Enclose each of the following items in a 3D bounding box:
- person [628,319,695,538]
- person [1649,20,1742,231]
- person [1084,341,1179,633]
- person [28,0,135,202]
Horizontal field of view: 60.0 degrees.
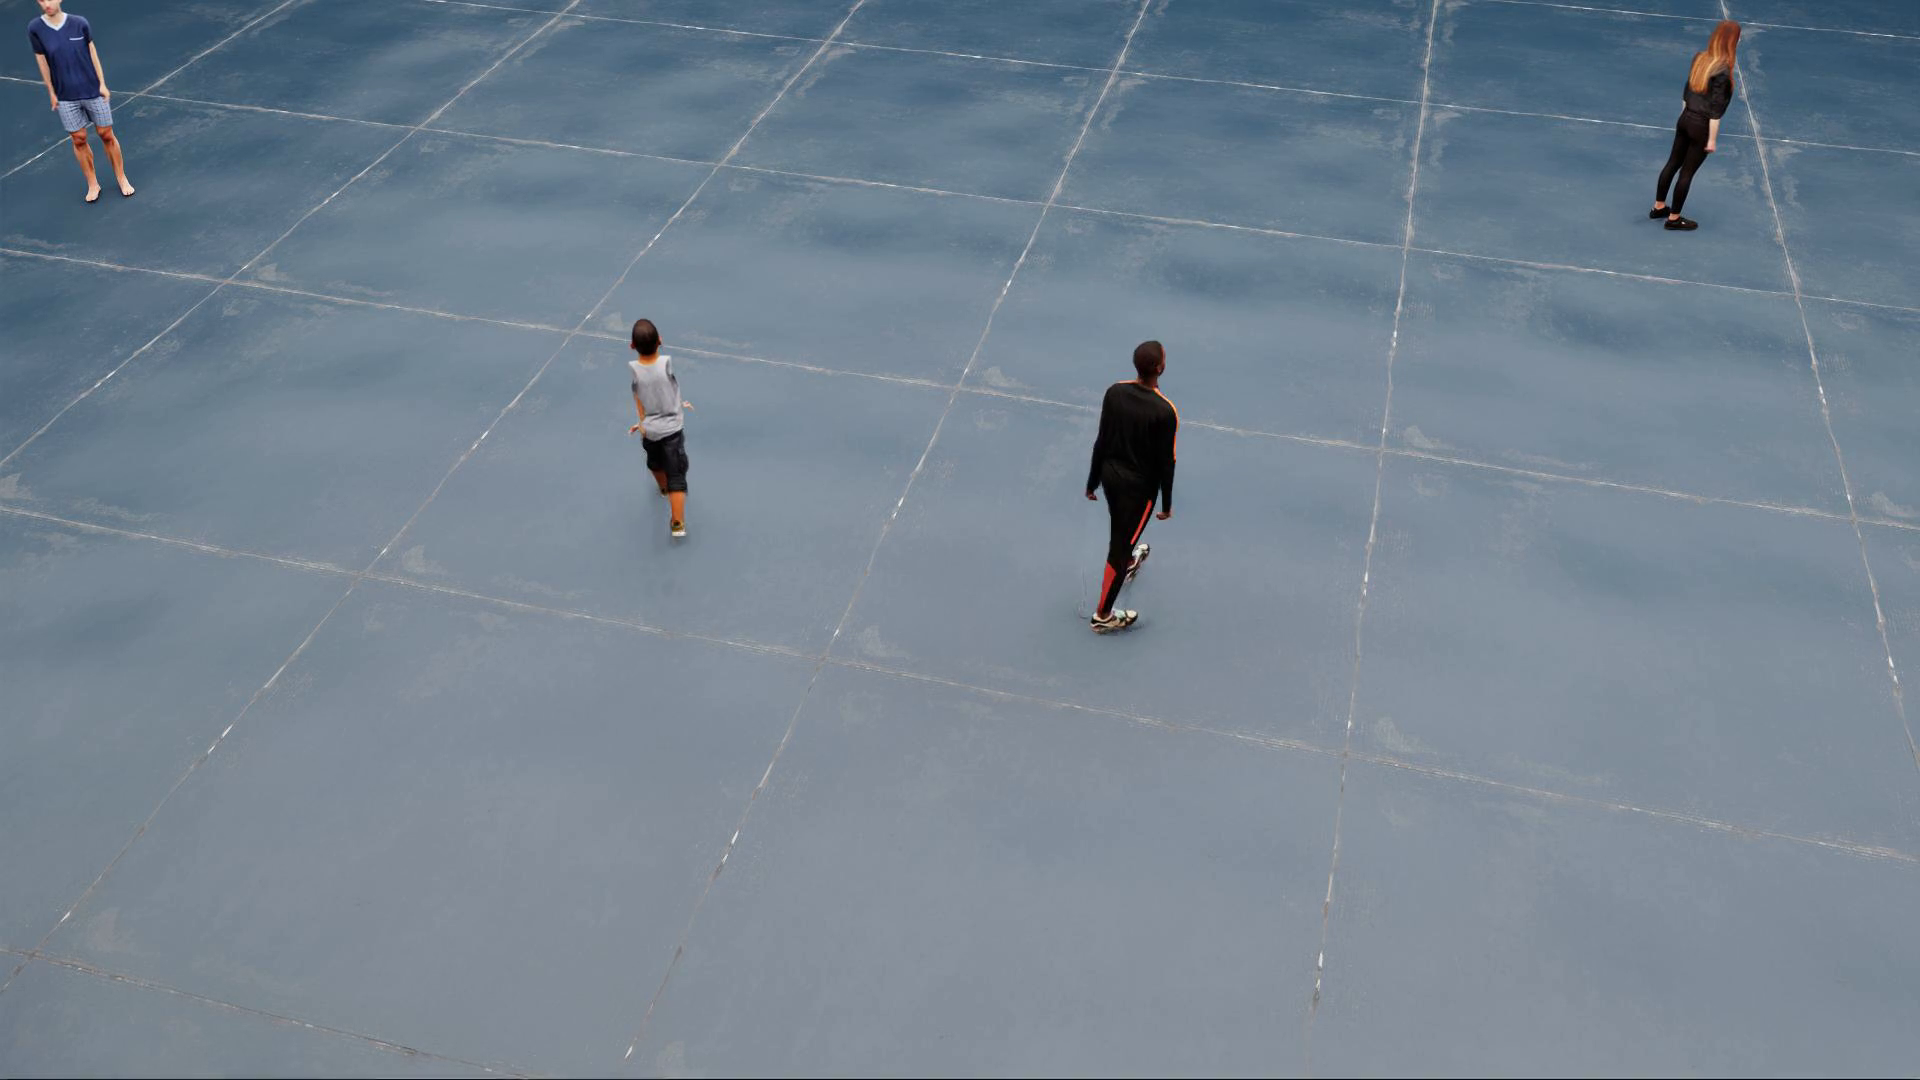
[{"bbox_3d":[-1.851,-0.730,10.330,0.797,1.429,1.081,-4,38,-5],"label":"person"},{"bbox_3d":[5.950,-3.357,13.463,0.743,1.706,0.614,-7,39,-9],"label":"person"},{"bbox_3d":[0.919,-0.272,9.468,0.929,1.769,1.126,29,47,32],"label":"person"},{"bbox_3d":[-7.352,-3.758,13.858,0.715,1.850,0.754,-15,40,-18],"label":"person"}]
